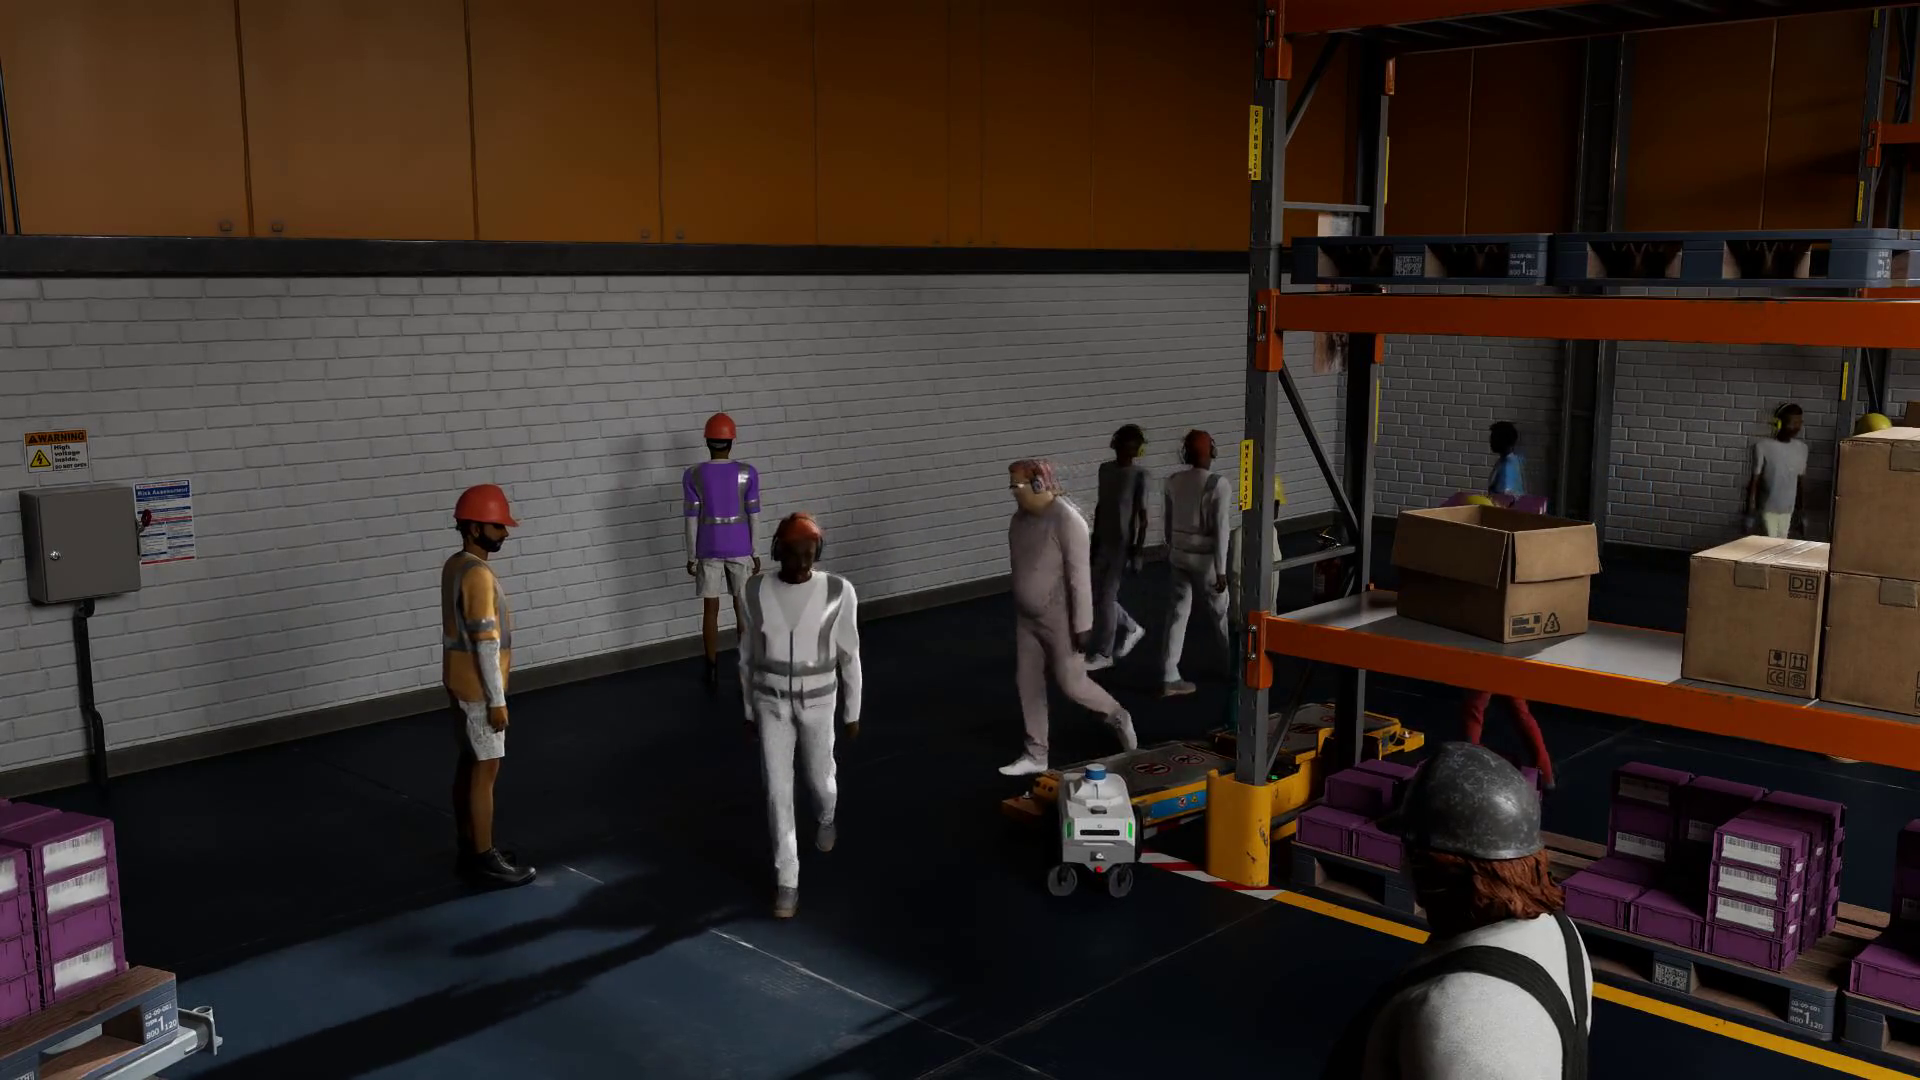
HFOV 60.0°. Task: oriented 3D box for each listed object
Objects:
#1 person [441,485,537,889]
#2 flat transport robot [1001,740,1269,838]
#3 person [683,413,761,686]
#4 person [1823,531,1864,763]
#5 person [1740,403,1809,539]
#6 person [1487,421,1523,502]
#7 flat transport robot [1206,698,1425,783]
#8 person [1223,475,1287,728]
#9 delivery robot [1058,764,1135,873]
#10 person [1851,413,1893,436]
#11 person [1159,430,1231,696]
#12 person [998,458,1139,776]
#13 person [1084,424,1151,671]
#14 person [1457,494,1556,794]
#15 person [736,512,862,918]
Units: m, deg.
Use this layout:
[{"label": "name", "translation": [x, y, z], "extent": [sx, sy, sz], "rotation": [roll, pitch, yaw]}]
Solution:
[{"label": "person", "translation": [-2.281, 0.696, 7.980], "extent": [0.376, 1.931, 0.542], "rotation": [-5, 11, -29]}, {"label": "flat transport robot", "translation": [0.982, 1.350, 9.045], "extent": [1.431, 0.197, 0.652], "rotation": [-7, 12, -36]}, {"label": "person", "translation": [-1.683, 0.068, 11.806], "extent": [0.542, 1.939, 0.362], "rotation": [-1, 9, -8]}, {"label": "person", "translation": [5.383, 0.411, 9.998], "extent": [0.429, 1.846, 0.626], "rotation": [1, 9, 7]}, {"label": "person", "translation": [6.781, -0.213, 13.797], "extent": [0.557, 1.851, 0.447], "rotation": [-2, 9, -12]}, {"label": "person", "translation": [4.542, -0.169, 14.019], "extent": [0.534, 1.677, 0.553], "rotation": [3, 10, 16]}, {"label": "flat transport robot", "translation": [2.096, 1.203, 9.945], "extent": [1.431, 0.197, 0.652], "rotation": [-8, 12, -41]}, {"label": "person", "translation": [1.761, 0.469, 9.883], "extent": [0.316, 1.767, 0.522], "rotation": [6, 11, 34]}, {"label": "delivery robot", "translation": [0.653, 1.327, 8.034], "extent": [0.477, 0.478, 0.707], "rotation": [0, 9, 1]}, {"label": "person", "translation": [6.489, 0.056, 11.909], "extent": [0.587, 1.930, 0.359], "rotation": [-3, 10, -18]}, {"label": "person", "translation": [1.730, 0.148, 11.652], "extent": [0.973, 1.826, 0.623], "rotation": [-9, 13, -43]}, {"label": "person", "translation": [0.596, 0.443, 9.759], "extent": [0.784, 1.865, 0.688], "rotation": [-7, 11, -35]}, {"label": "person", "translation": [1.140, 0.051, 12.240], "extent": [0.555, 1.830, 0.552], "rotation": [-7, 11, -35]}, {"label": "person", "translation": [2.993, 0.602, 9.239], "extent": [0.793, 1.725, 0.549], "rotation": [2, 9, 10]}, {"label": "person", "translation": [-0.745, 0.757, 7.845], "extent": [0.577, 1.858, 0.821], "rotation": [0, 9, 2]}]
